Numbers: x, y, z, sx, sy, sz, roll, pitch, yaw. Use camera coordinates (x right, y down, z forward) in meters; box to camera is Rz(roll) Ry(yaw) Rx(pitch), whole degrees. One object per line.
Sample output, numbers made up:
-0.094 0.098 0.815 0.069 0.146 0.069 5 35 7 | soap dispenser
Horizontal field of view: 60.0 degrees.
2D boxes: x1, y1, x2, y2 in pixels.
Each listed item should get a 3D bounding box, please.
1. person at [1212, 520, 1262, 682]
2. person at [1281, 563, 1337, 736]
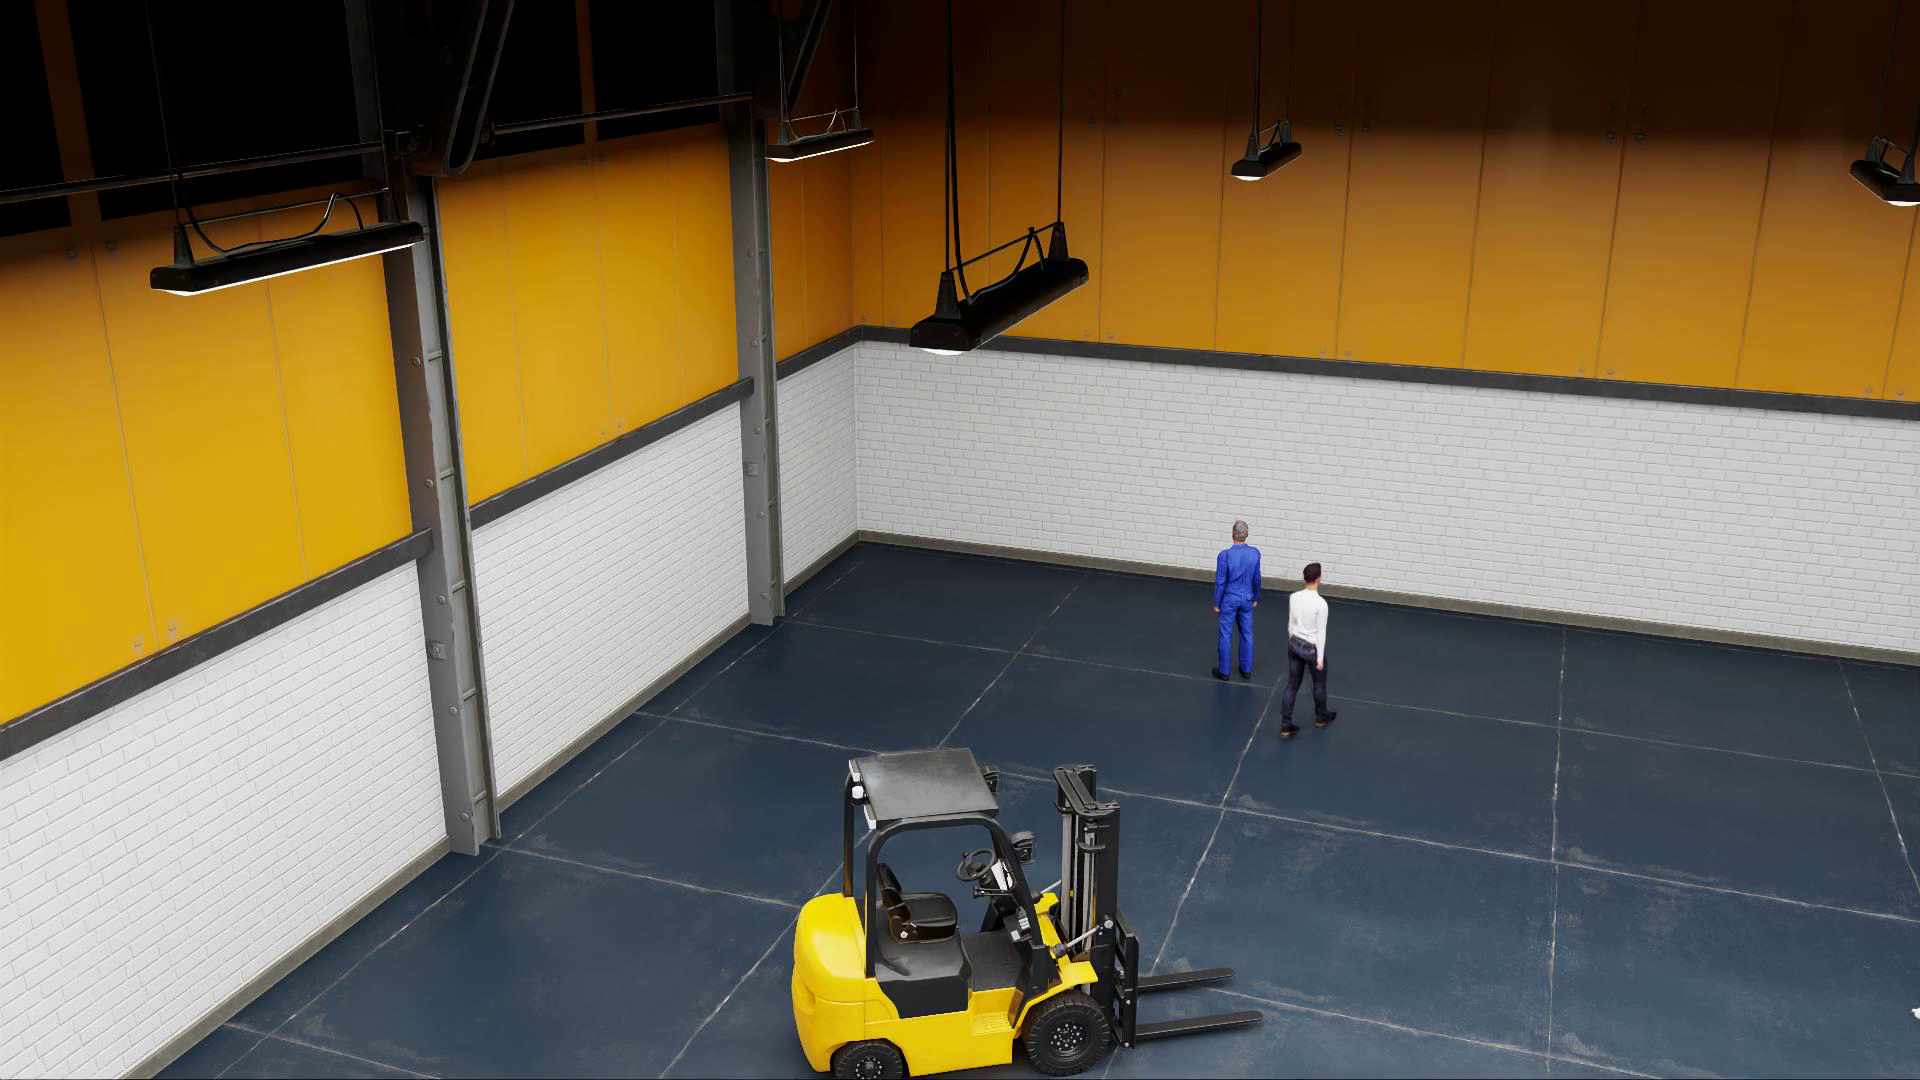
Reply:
3.086 0.672 18.557 0.794 1.827 0.796 -5 19 -15 | person
3.507 1.152 17.104 1.152 1.844 0.935 -17 25 -41 | person
